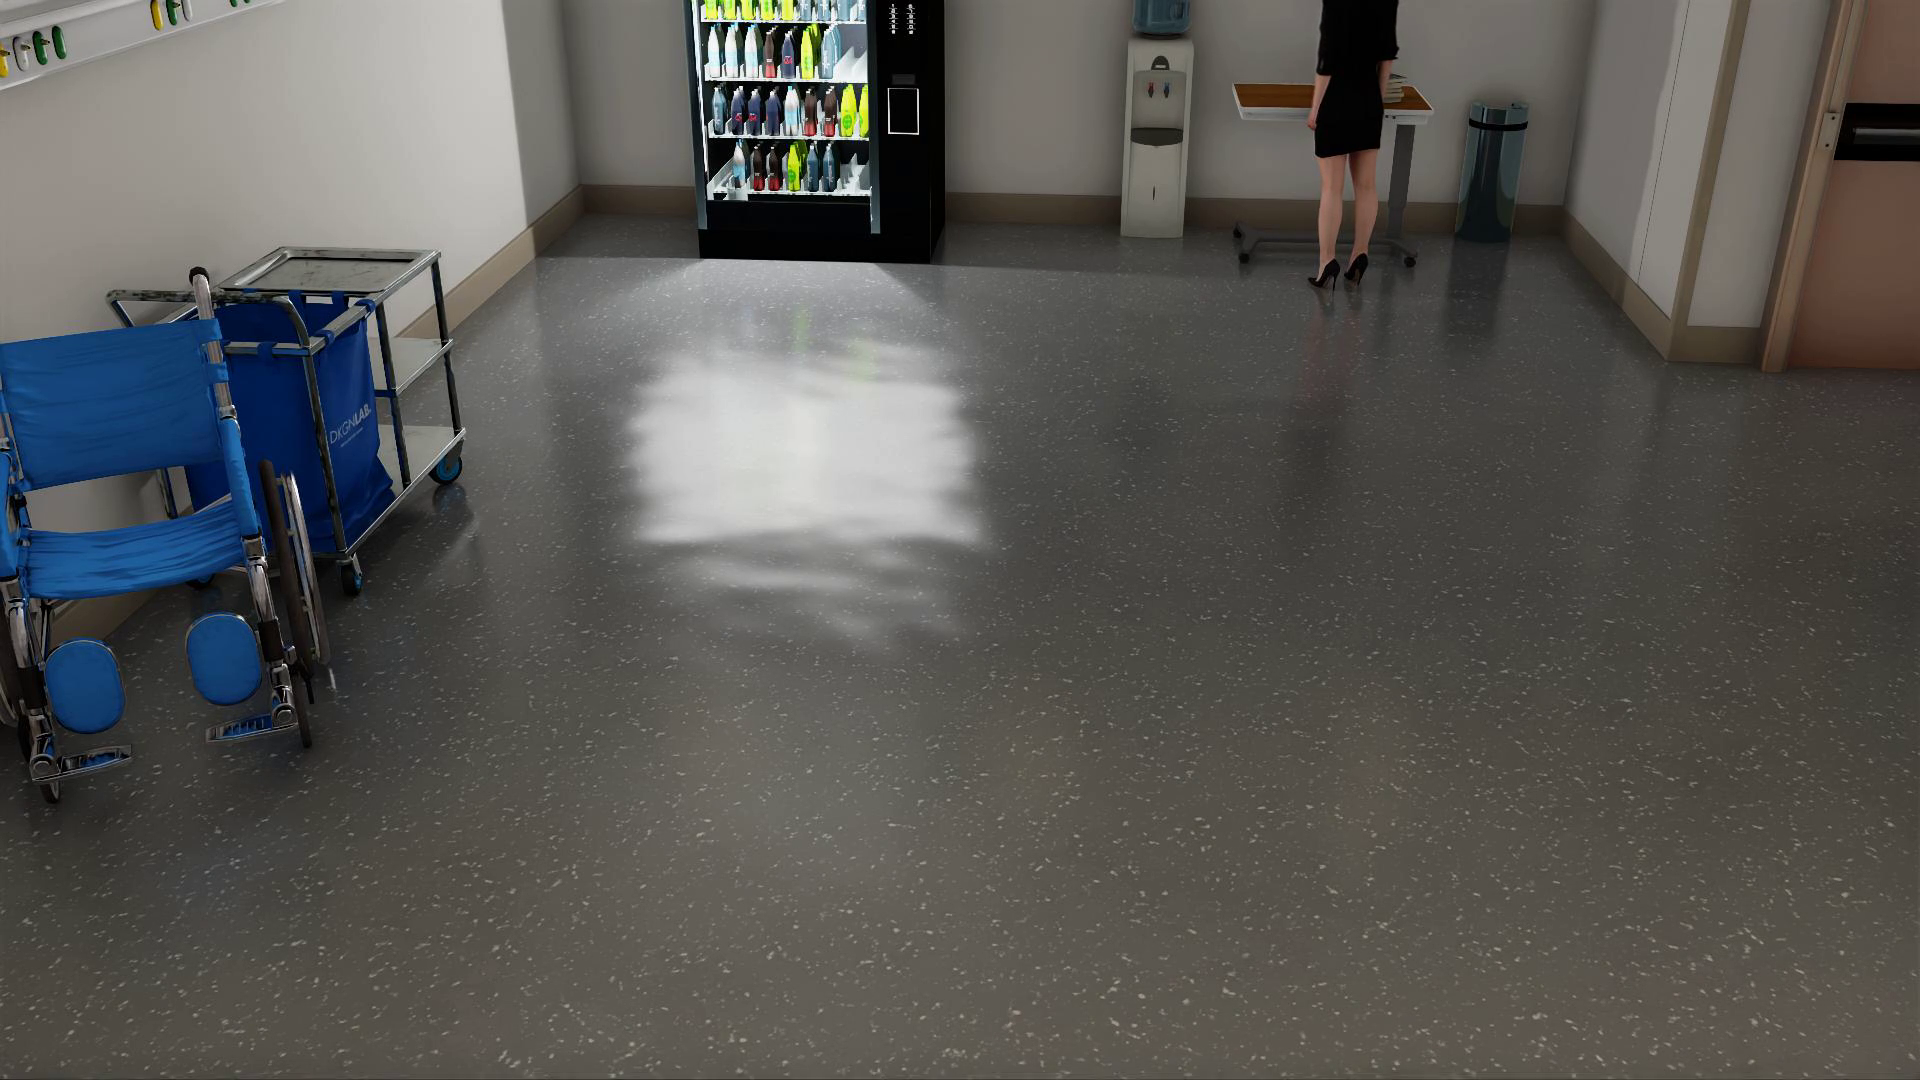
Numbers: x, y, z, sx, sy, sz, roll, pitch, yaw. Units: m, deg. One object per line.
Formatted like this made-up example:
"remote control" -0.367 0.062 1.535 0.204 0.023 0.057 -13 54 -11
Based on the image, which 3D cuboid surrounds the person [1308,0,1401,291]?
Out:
"person" 1.878 -2.053 7.963 0.628 1.697 0.737 -11 28 -21
